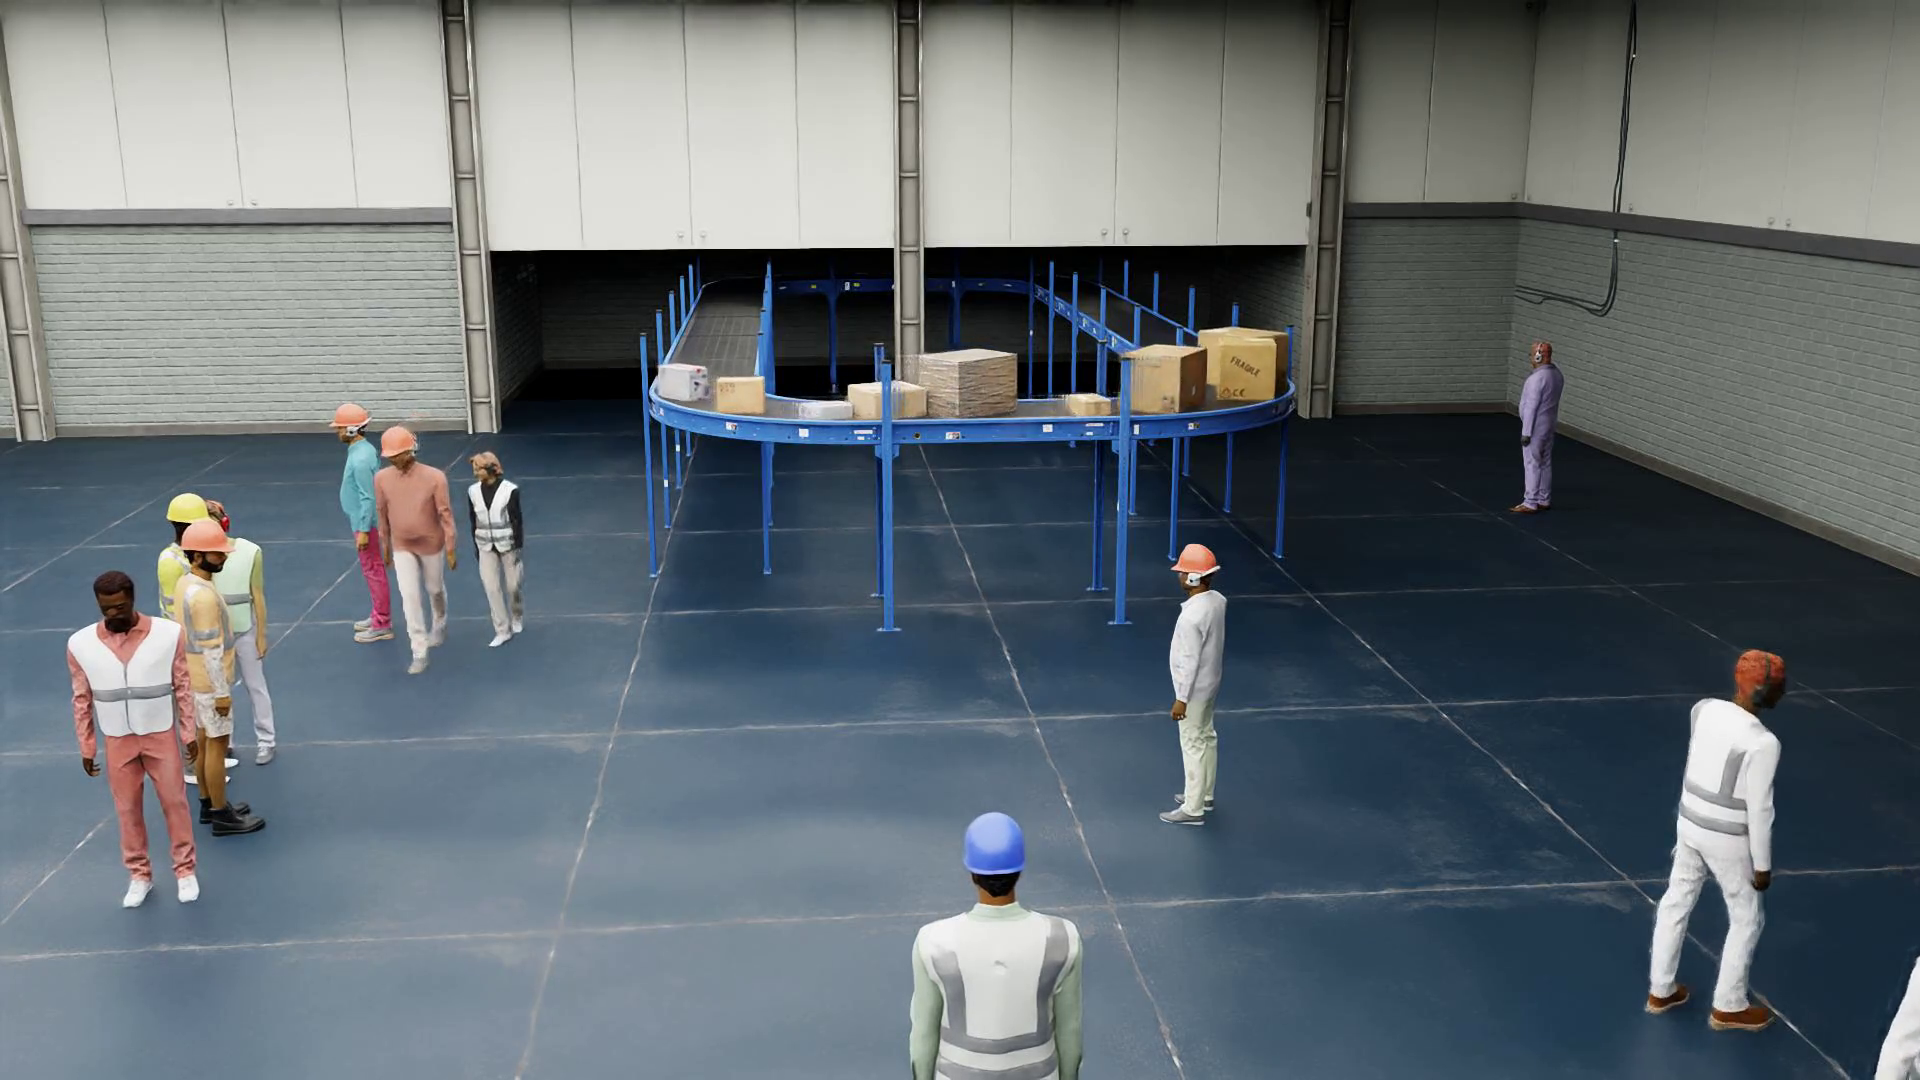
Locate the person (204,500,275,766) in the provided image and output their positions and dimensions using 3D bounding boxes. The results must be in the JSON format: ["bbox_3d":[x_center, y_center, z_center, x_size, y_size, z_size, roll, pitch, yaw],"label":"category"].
[{"bbox_3d":[-4.892,0.617,11.116,0.560,1.835,0.400,-1,14,-2],"label":"person"}]

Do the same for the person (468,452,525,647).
[{"bbox_3d":[-3.816,0.055,13.811,0.534,1.606,0.547,2,14,8],"label":"person"}]

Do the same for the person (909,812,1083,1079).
[{"bbox_3d":[0.127,1.886,5.830,0.604,1.938,0.426,-1,14,-5],"label":"person"}]

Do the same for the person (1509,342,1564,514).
[{"bbox_3d":[6.388,-1.243,18.427,0.403,1.896,0.644,13,19,42],"label":"person"}]

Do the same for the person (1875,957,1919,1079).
[{"bbox_3d":[3.459,1.935,5.840,0.598,1.844,0.865,0,14,1],"label":"person"}]

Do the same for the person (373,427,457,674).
[{"bbox_3d":[-4.321,0.019,13.311,0.632,1.942,0.953,-1,14,-3],"label":"person"}]

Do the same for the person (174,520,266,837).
[{"bbox_3d":[-4.513,0.826,10.066,0.376,1.934,0.547,-10,17,-34],"label":"person"}]

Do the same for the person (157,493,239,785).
[{"bbox_3d":[-4.978,0.638,10.839,0.384,1.923,0.590,-3,14,-10],"label":"person"}]

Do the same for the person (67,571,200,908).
[{"bbox_3d":[-4.513,1.074,9.134,0.604,1.906,0.405,-5,15,-18],"label":"person"}]

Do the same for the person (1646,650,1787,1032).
[{"bbox_3d":[3.621,1.413,7.868,0.542,1.865,0.573,-4,15,-14],"label":"person"}]

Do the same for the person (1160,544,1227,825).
[{"bbox_3d":[1.434,0.878,10.223,0.329,1.751,0.570,7,15,24],"label":"person"}]

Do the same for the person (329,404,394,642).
[{"bbox_3d":[-4.968,-0.148,13.840,0.396,1.992,0.623,-4,15,-16],"label":"person"}]
